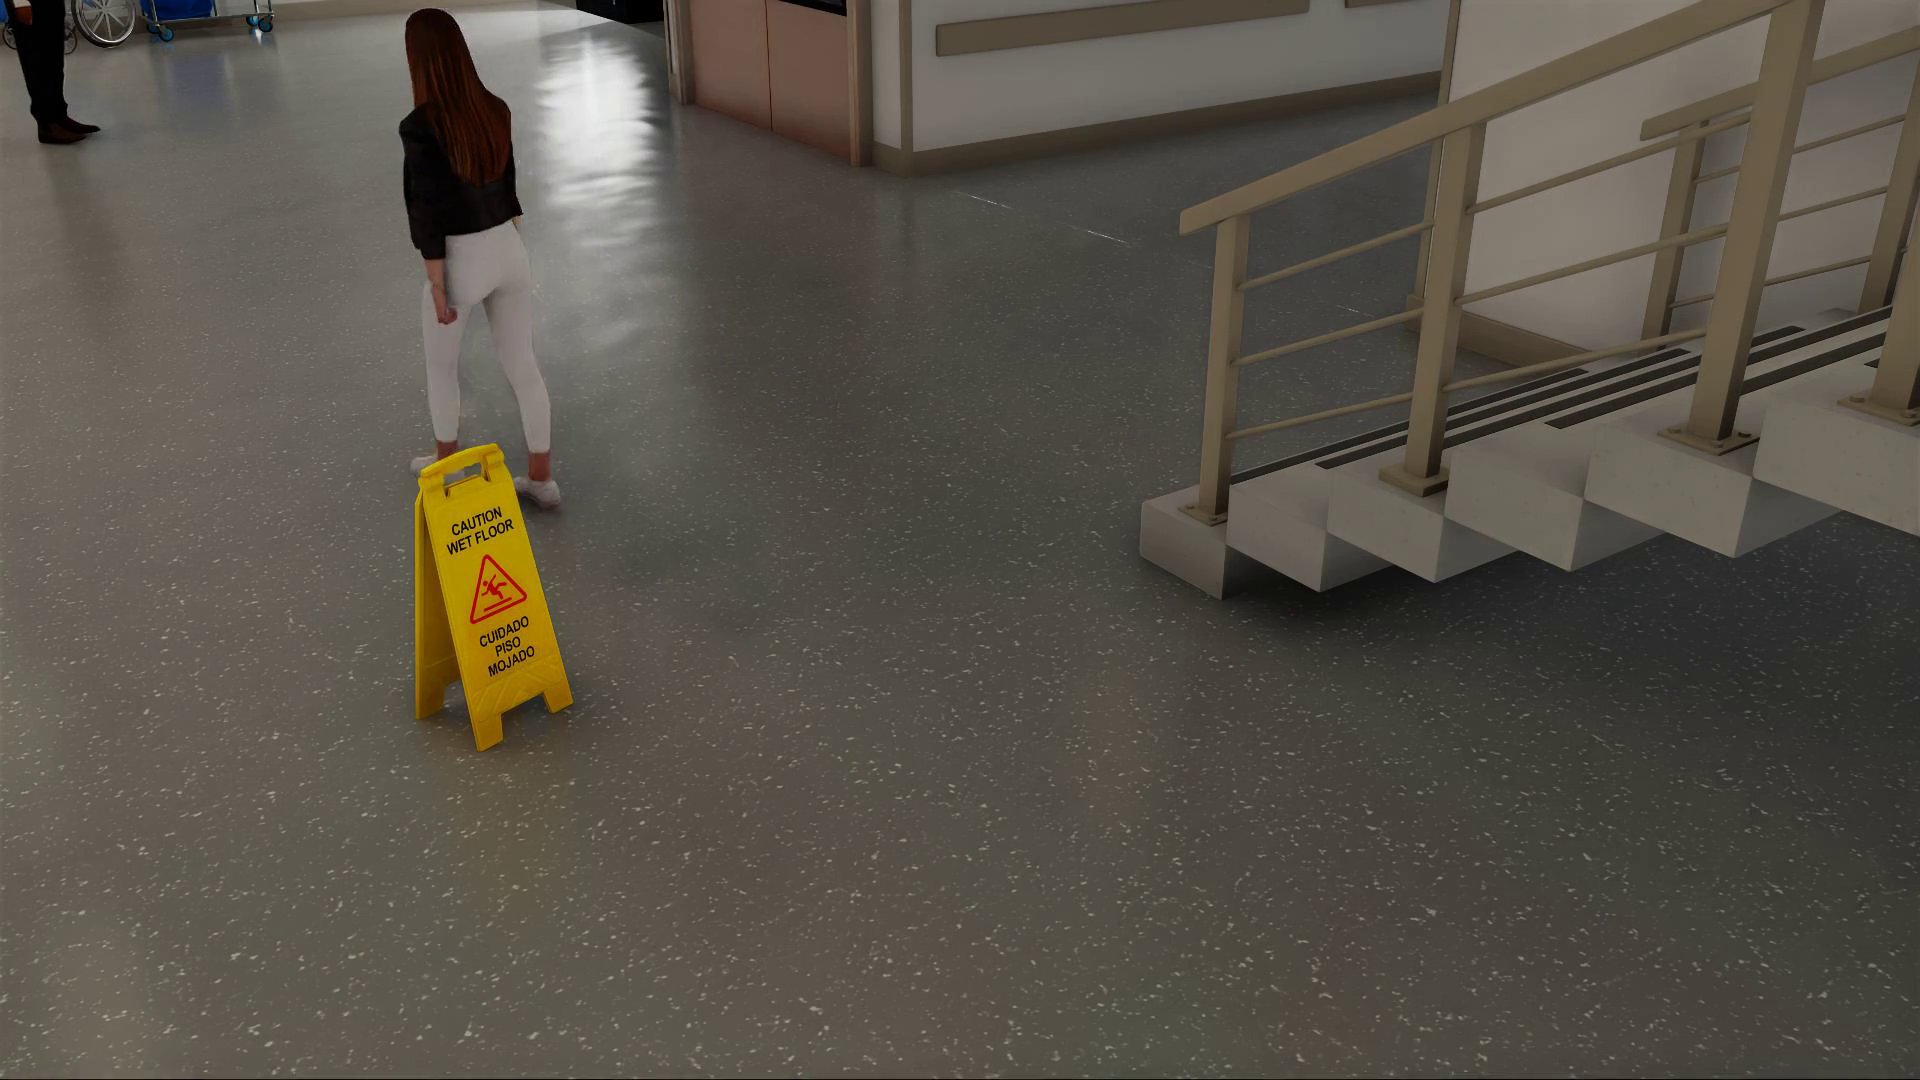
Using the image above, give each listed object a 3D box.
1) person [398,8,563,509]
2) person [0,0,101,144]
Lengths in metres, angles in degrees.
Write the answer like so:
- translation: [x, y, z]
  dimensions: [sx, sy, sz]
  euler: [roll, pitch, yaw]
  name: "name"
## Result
- translation: [-1.564, -0.887, 5.585]
  dimensions: [0.914, 1.681, 0.725]
  euler: [23, 34, 39]
  name: "person"
- translation: [-6.142, -3.618, 10.991]
  dimensions: [0.861, 1.904, 0.753]
  euler: [-2, 26, -3]
  name: "person"
